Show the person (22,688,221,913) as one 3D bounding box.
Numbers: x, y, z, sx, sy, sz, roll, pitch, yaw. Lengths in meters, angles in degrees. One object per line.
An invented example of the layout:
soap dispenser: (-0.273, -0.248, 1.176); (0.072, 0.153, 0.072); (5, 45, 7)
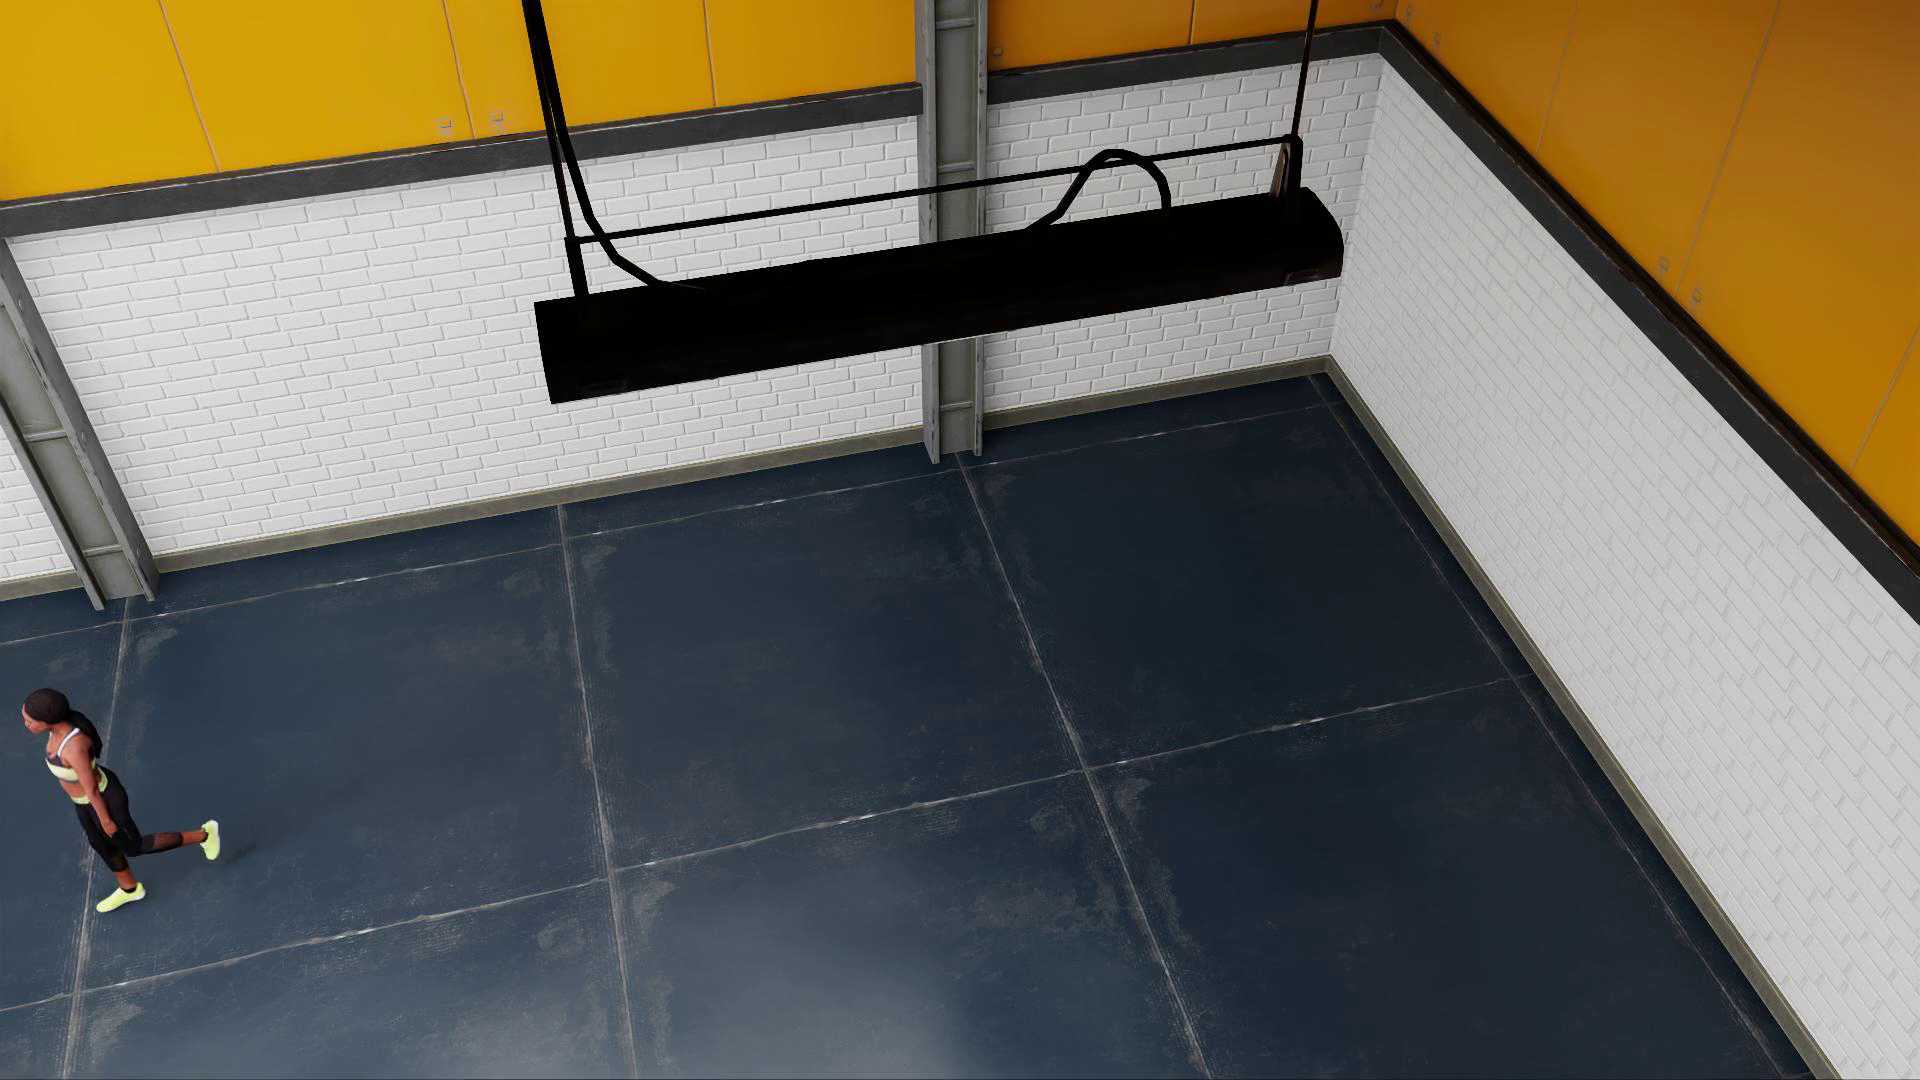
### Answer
person: (-4.715, 1.423, 9.312); (1.074, 1.733, 0.831); (-28, 50, -26)
